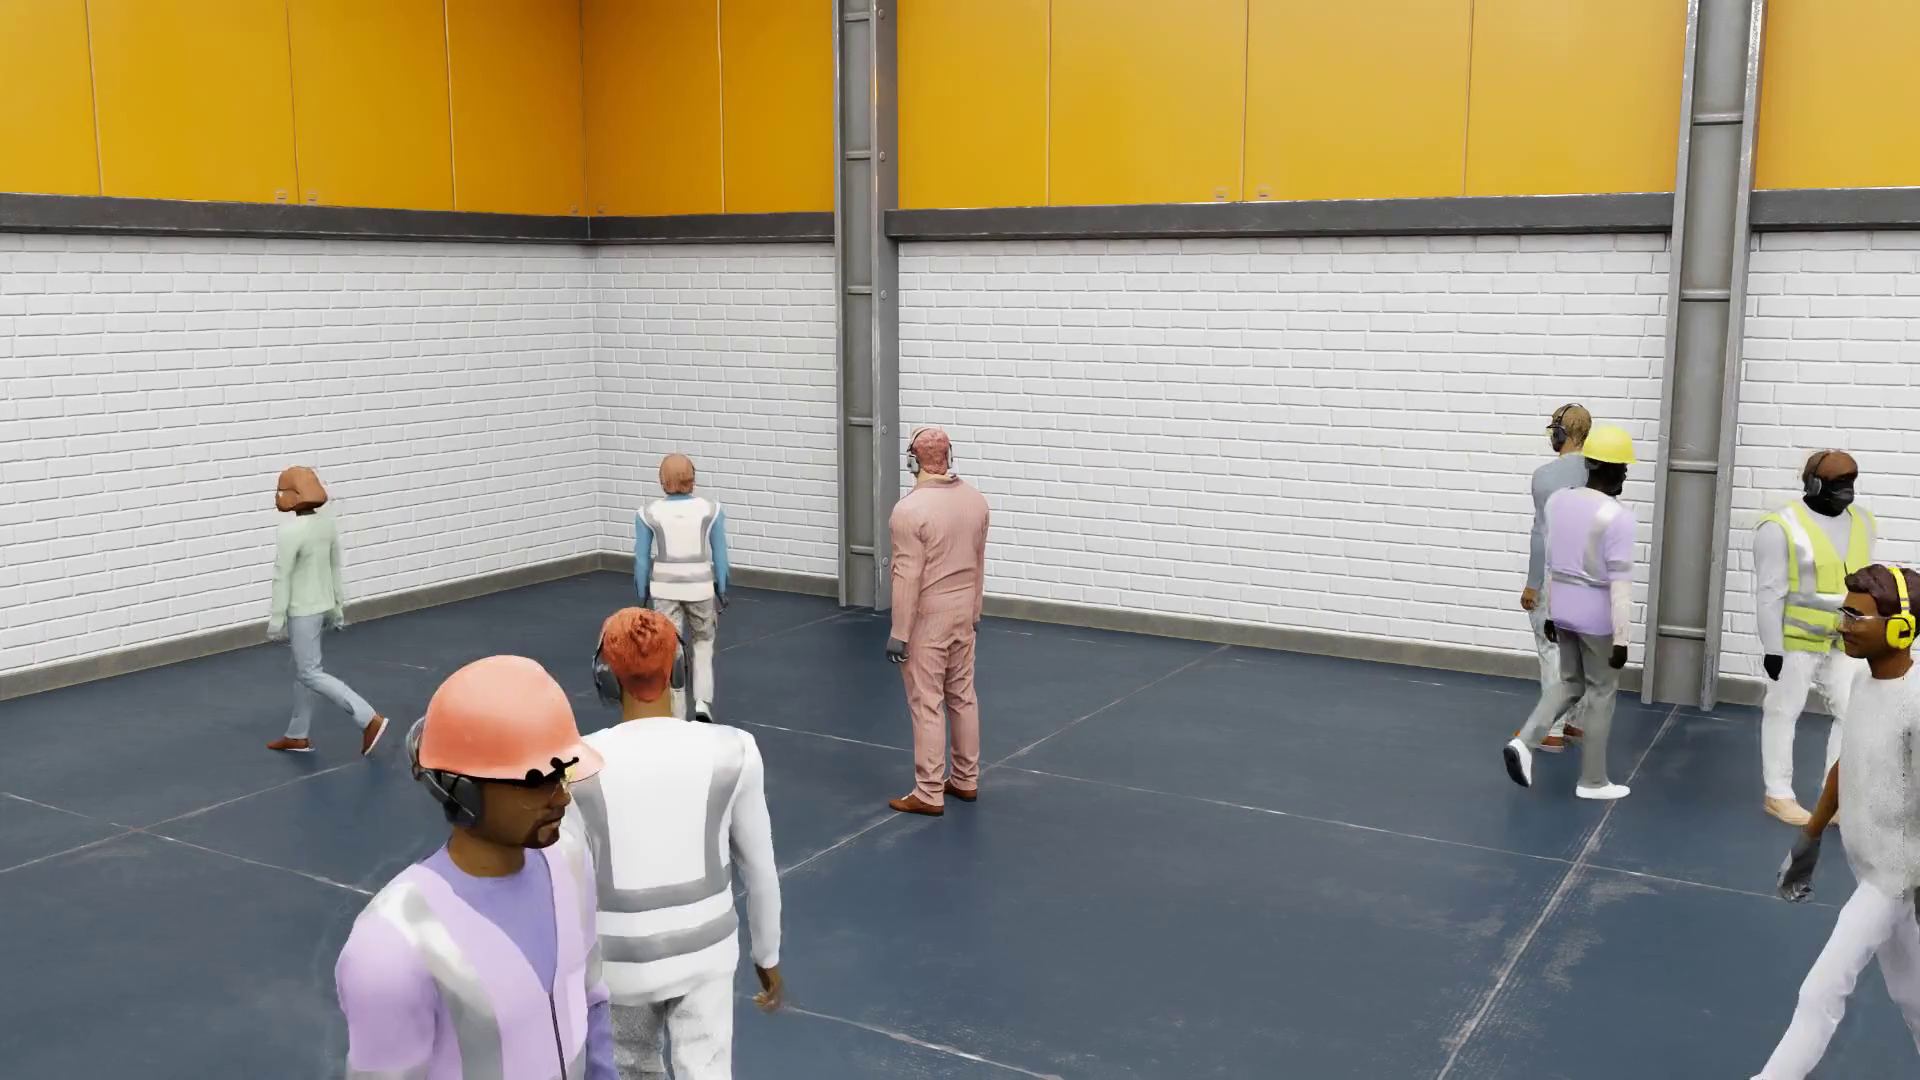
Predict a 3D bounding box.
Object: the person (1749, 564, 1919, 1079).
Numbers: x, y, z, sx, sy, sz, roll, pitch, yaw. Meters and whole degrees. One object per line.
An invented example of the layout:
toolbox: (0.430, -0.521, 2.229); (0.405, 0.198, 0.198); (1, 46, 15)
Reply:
person: (2.595, 0.967, 4.871); (0.992, 1.813, 0.529); (2, 9, 12)

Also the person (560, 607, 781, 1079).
person: (-0.743, 1.073, 4.221); (0.603, 1.826, 1.042); (-3, 9, -16)

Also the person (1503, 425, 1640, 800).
person: (3.081, 0.379, 8.272); (0.593, 1.907, 0.602); (-4, 10, -21)

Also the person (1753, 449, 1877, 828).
person: (4.080, 0.491, 7.823); (0.660, 1.823, 0.661); (-2, 9, -11)

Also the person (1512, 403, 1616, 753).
person: (3.357, 0.208, 9.239); (0.635, 1.938, 0.359); (-6, 11, -33)

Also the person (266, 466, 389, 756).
person: (-3.487, 0.399, 9.072); (0.727, 1.611, 0.498); (1, 9, 7)

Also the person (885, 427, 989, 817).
person: (-0.141, 0.394, 8.186); (0.401, 1.904, 0.650); (7, 12, 38)

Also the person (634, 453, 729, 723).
person: (-1.594, 0.314, 9.517); (0.536, 1.626, 0.370); (-2, 9, -14)

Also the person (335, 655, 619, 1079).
person: (-0.917, 1.172, 3.068); (1.024, 2.004, 0.621); (3, 10, 18)
